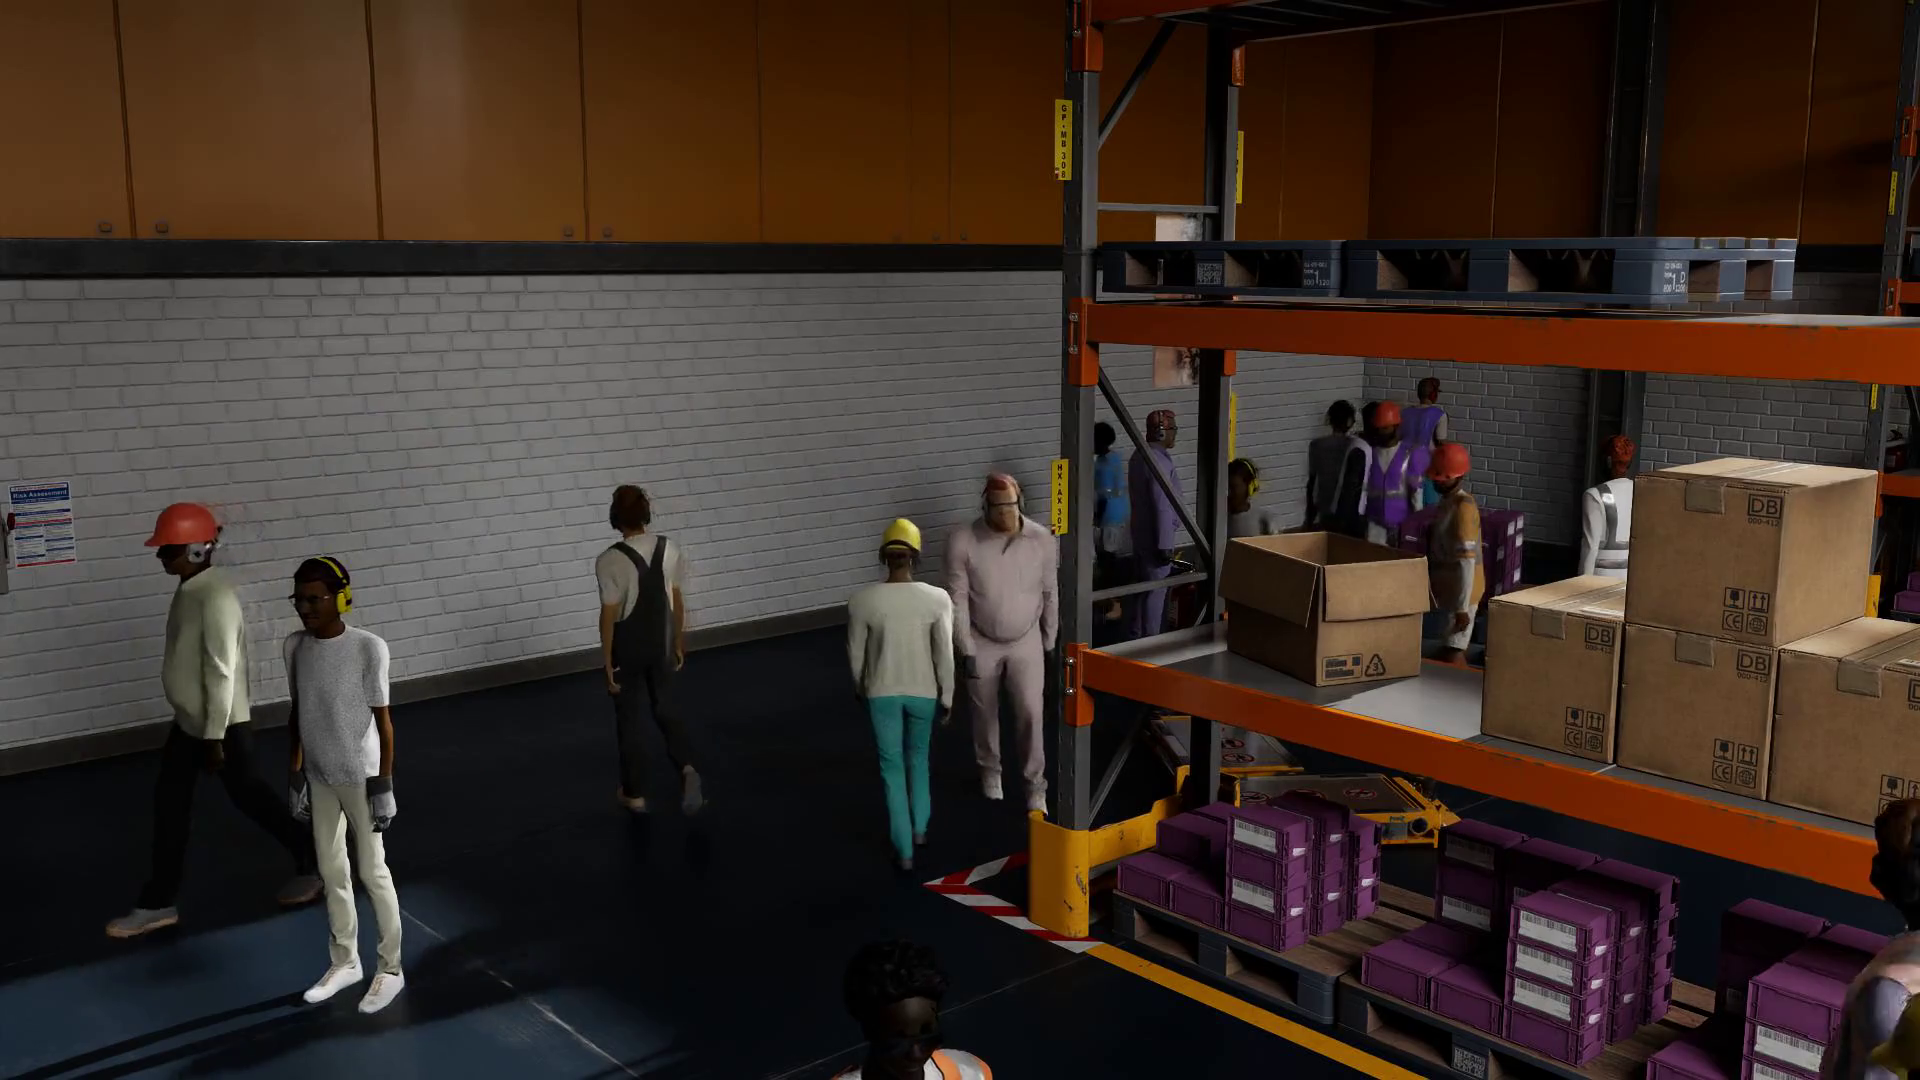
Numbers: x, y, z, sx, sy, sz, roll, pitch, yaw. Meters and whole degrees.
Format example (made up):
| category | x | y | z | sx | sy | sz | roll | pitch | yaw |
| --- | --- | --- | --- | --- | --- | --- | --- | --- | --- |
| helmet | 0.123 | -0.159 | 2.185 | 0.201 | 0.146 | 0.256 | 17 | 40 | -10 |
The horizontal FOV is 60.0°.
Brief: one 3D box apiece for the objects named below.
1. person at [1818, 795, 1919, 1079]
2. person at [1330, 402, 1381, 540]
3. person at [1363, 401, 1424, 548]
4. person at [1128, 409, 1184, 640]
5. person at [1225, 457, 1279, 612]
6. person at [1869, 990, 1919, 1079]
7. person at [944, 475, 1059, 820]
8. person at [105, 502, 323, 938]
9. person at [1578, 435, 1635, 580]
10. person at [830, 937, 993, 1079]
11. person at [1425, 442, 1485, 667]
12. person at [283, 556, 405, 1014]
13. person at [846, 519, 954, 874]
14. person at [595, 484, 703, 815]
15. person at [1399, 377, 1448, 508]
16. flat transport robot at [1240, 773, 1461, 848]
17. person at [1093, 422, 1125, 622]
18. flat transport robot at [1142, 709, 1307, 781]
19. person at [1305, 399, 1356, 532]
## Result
| category | x | y | z | sx | sy | sz | roll | pitch | yaw |
| --- | --- | --- | --- | --- | --- | --- | --- | --- | --- |
| person | 2.221 | 1.480 | 3.832 | 0.652 | 1.829 | 0.478 | -8 | 12 | -38 |
| person | 3.338 | -0.201 | 13.592 | 1.063 | 1.847 | 0.595 | 4 | 10 | 20 |
| person | 3.501 | -0.192 | 13.494 | 0.561 | 1.898 | 0.960 | 5 | 11 | 28 |
| person | 1.473 | -0.022 | 12.402 | 0.401 | 1.907 | 0.648 | -2 | 10 | -10 |
| person | 1.748 | 0.394 | 10.129 | 0.554 | 1.846 | 0.600 | 9 | 13 | 42 |
| person | 1.603 | 1.641 | 2.658 | 0.591 | 1.905 | 0.792 | -5 | 11 | -27 |
| person | 0.245 | 0.582 | 9.008 | 0.648 | 1.856 | 0.958 | -1 | 10 | -5 |
| person | -3.362 | 0.783 | 7.570 | 1.003 | 1.954 | 0.628 | -8 | 13 | -40 |
| person | 4.238 | 0.253 | 10.859 | 0.581 | 1.882 | 0.351 | -5 | 11 | -27 |
| person | -0.139 | 1.616 | 3.418 | 0.540 | 1.697 | 0.317 | -7 | 12 | -36 |
| person | 3.068 | 0.326 | 10.371 | 0.445 | 1.916 | 0.732 | 1 | 10 | 8 |
| person | -2.496 | 0.977 | 6.704 | 0.510 | 1.862 | 0.323 | 3 | 10 | 18 |
| person | -0.307 | 0.758 | 8.332 | 0.521 | 1.732 | 0.667 | -2 | 10 | -11 |
| person | -1.673 | 0.611 | 8.936 | 0.536 | 1.830 | 0.668 | -7 | 12 | -37 |
| person | 4.564 | -0.682 | 16.433 | 0.391 | 1.848 | 0.563 | -7 | 12 | -36 |
| flat transport robot | 1.882 | 1.424 | 8.715 | 1.431 | 0.197 | 0.652 | -1 | 10 | -5 |
| person | 1.226 | -0.170 | 13.975 | 0.316 | 1.670 | 0.624 | 2 | 10 | 9 |
| flat transport robot | 1.520 | 1.255 | 9.705 | 0.652 | 0.197 | 1.431 | -1 | 10 | -5 |
| person | 3.127 | -0.242 | 13.832 | 0.552 | 1.854 | 0.410 | 5 | 11 | 29 |
